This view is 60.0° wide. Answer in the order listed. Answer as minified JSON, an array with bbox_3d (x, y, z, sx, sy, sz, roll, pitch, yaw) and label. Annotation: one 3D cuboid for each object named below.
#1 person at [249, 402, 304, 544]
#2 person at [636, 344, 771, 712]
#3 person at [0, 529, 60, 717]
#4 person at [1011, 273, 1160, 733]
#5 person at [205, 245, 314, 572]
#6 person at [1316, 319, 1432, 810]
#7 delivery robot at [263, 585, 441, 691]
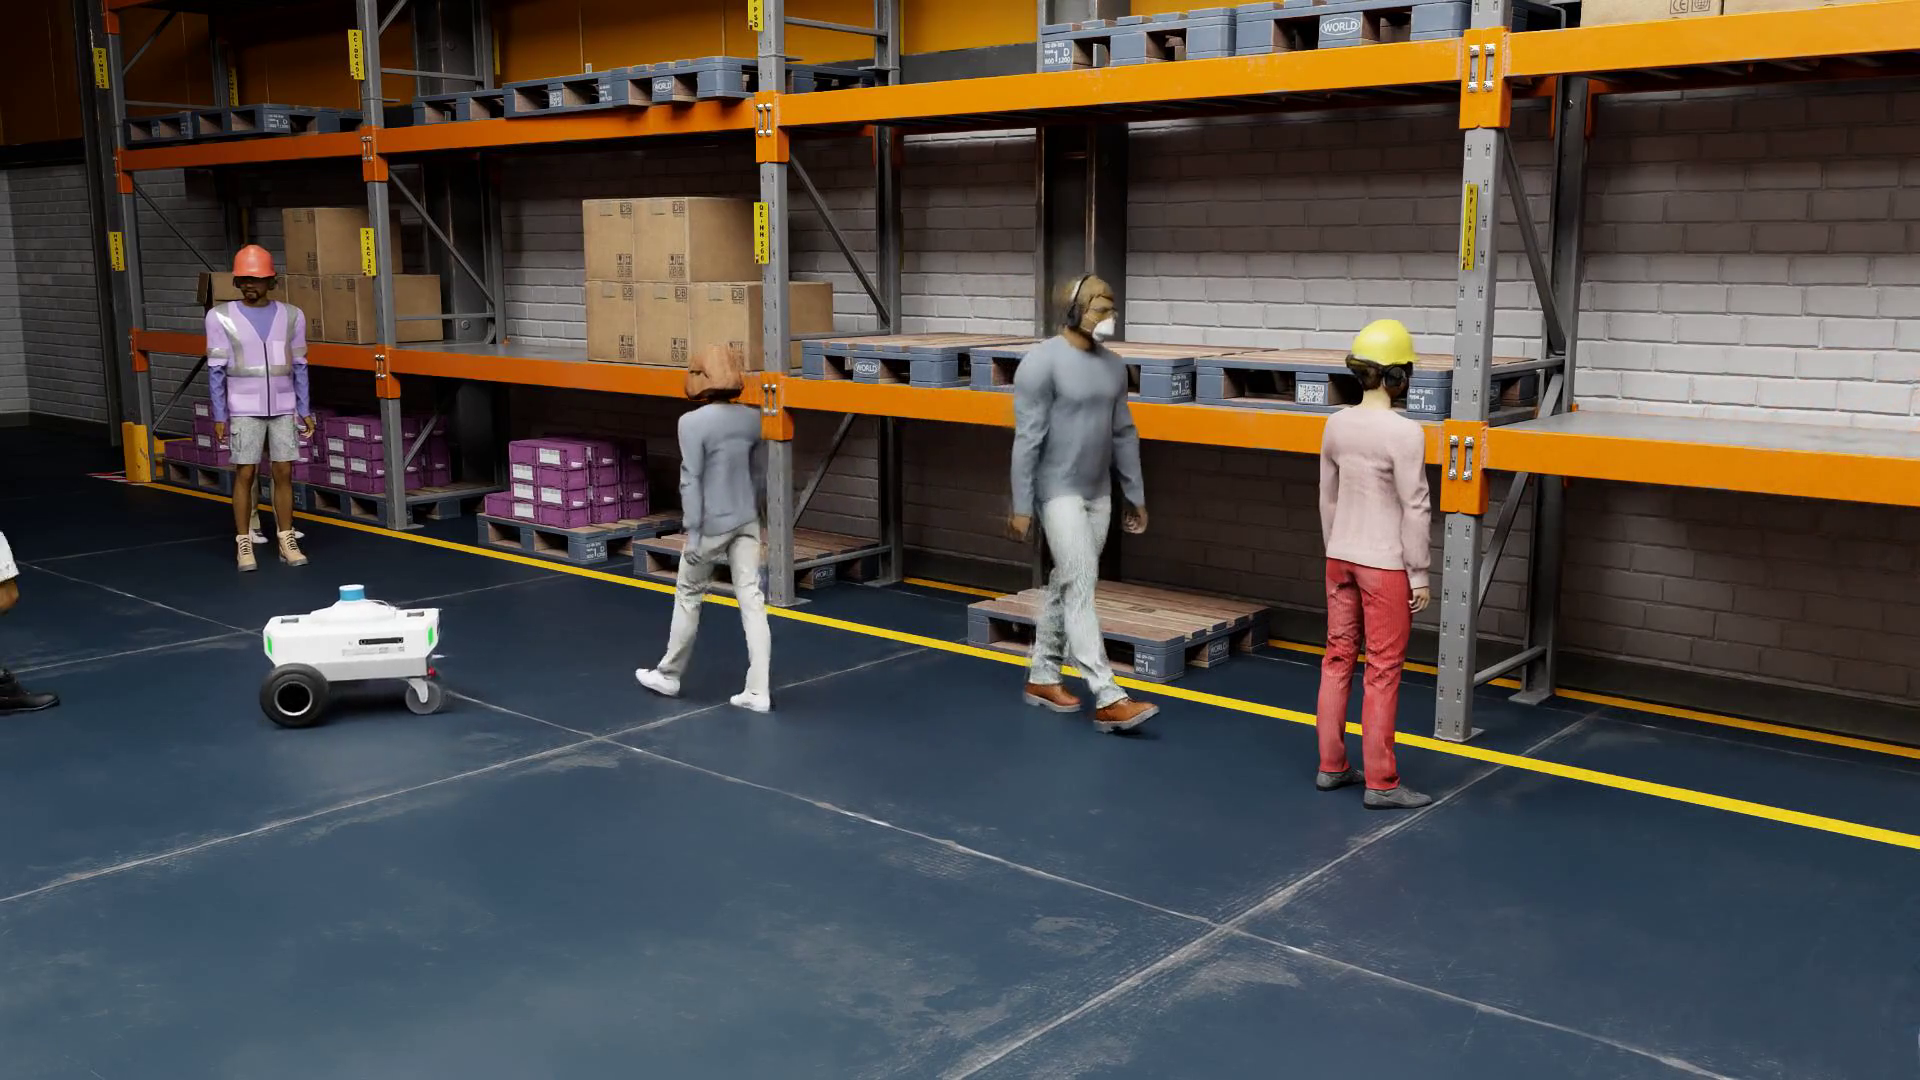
[{"bbox_3d":[-4.798,-0.794,11.480,0.274,1.627,0.502,7,12,33],"label":"person"},{"bbox_3d":[-1.120,-0.061,7.373,0.811,1.592,0.520,8,13,38],"label":"person"},{"bbox_3d":[-4.189,-0.144,6.982,0.573,1.906,0.584,9,13,41],"label":"person"},{"bbox_3d":[0.583,-0.156,7.034,0.825,1.907,0.657,9,13,41],"label":"person"},{"bbox_3d":[-4.376,-0.822,10.464,0.611,2.038,0.392,-8,13,-37],"label":"person"},{"bbox_3d":[1.508,0.090,6.041,0.303,1.772,0.523,-5,11,-28],"label":"person"},{"bbox_3d":[-2.633,0.439,7.243,0.707,0.478,0.477,-3,10,-15],"label":"delivery robot"}]
